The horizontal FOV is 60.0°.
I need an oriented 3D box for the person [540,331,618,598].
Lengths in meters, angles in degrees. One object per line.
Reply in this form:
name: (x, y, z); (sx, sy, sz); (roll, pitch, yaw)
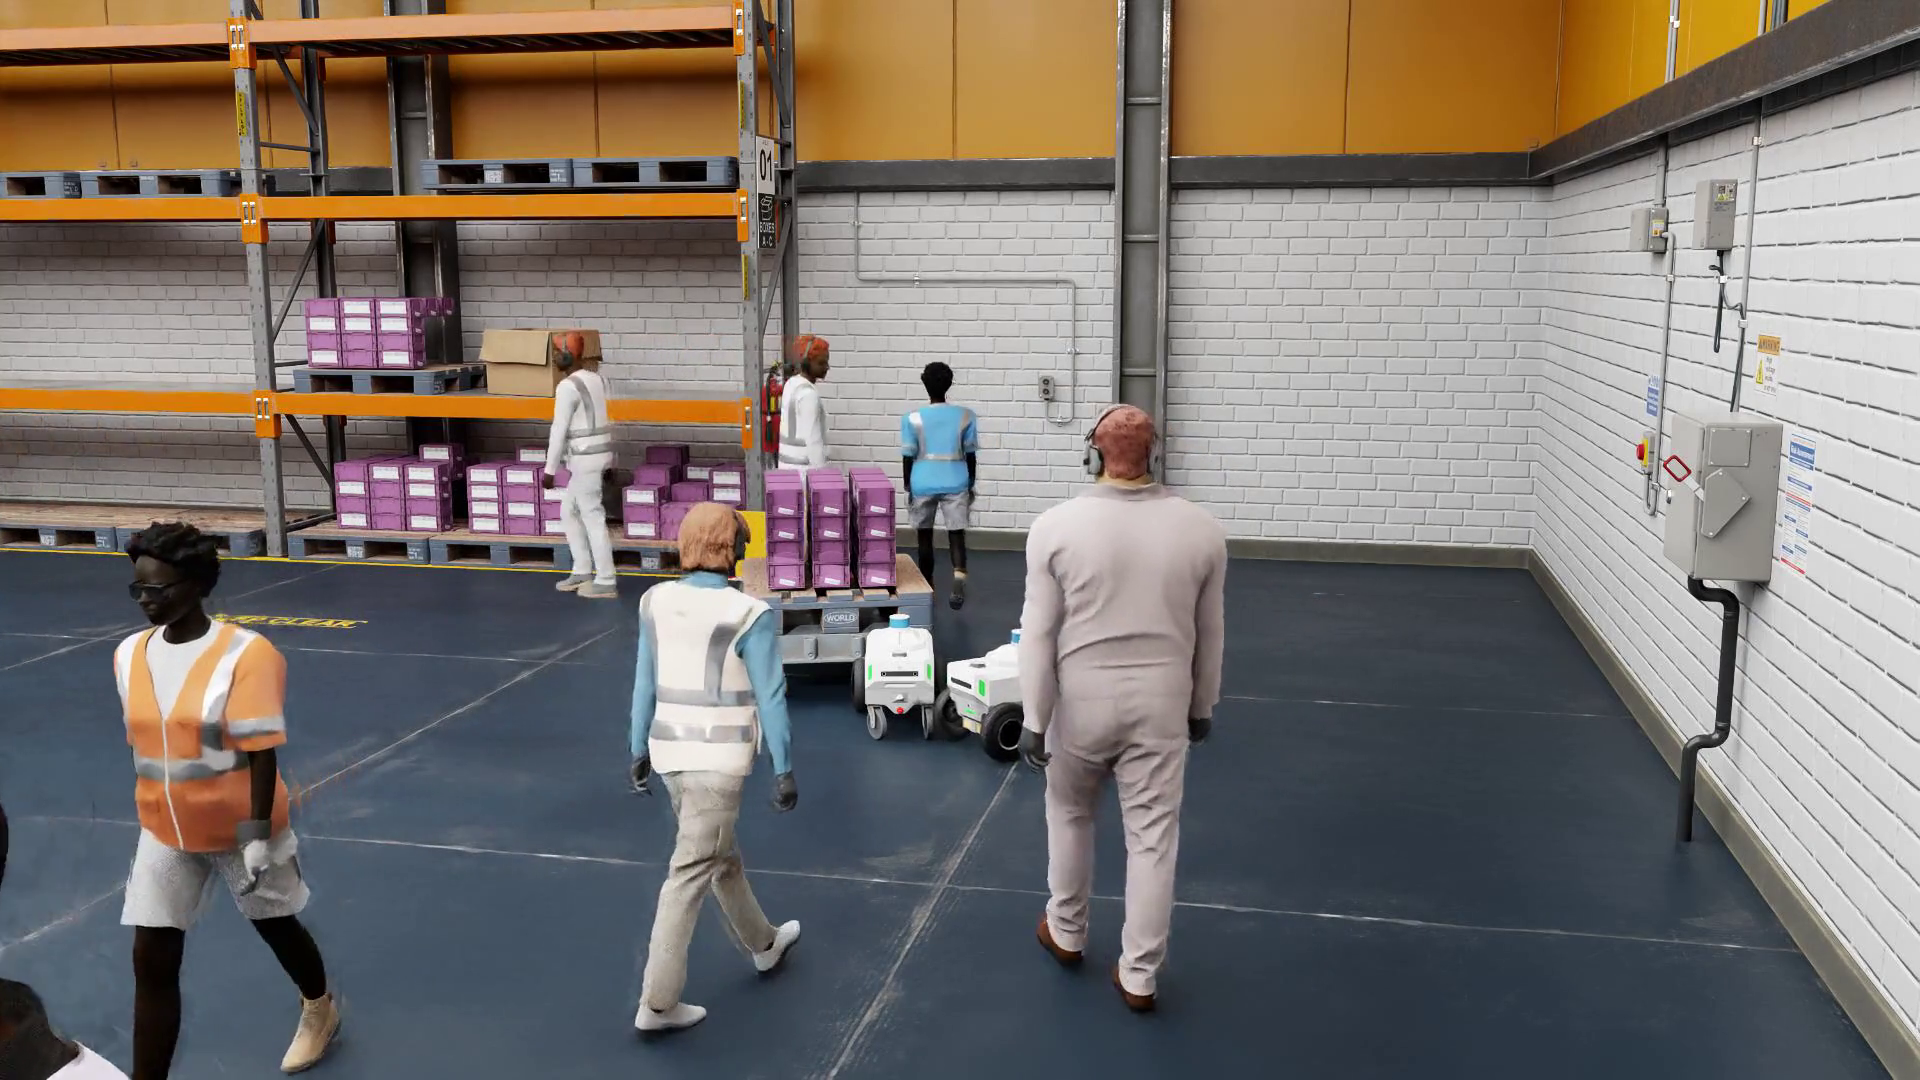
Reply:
person: (-2.681, -0.513, 11.528); (0.660, 1.860, 0.570); (1, 9, 6)

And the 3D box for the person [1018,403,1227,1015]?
person: (0.487, 0.502, 5.342); (0.673, 1.882, 0.783); (-1, 9, -7)

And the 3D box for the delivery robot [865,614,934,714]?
delivery robot: (-0.303, 0.618, 8.367); (0.477, 0.478, 0.707); (0, 9, -2)

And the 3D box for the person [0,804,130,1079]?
person: (-0.972, 1.115, 1.593); (0.631, 1.900, 0.556); (6, 11, 33)

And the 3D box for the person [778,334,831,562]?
person: (-1.004, -0.439, 11.072); (0.433, 1.864, 0.618); (-3, 10, -16)

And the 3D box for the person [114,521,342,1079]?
person: (-2.017, 0.759, 4.502); (0.534, 1.657, 0.860); (2, 10, 11)

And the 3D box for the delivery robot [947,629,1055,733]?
delivery robot: (0.301, 0.673, 8.035); (0.707, 0.478, 0.477); (-6, 11, -32)

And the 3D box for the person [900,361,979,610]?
person: (-0.128, -0.352, 11.092); (0.545, 1.677, 0.666); (-1, 10, -8)

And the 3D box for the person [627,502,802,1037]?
person: (-0.736, 0.679, 5.139); (0.551, 1.580, 0.816); (7, 11, 34)
